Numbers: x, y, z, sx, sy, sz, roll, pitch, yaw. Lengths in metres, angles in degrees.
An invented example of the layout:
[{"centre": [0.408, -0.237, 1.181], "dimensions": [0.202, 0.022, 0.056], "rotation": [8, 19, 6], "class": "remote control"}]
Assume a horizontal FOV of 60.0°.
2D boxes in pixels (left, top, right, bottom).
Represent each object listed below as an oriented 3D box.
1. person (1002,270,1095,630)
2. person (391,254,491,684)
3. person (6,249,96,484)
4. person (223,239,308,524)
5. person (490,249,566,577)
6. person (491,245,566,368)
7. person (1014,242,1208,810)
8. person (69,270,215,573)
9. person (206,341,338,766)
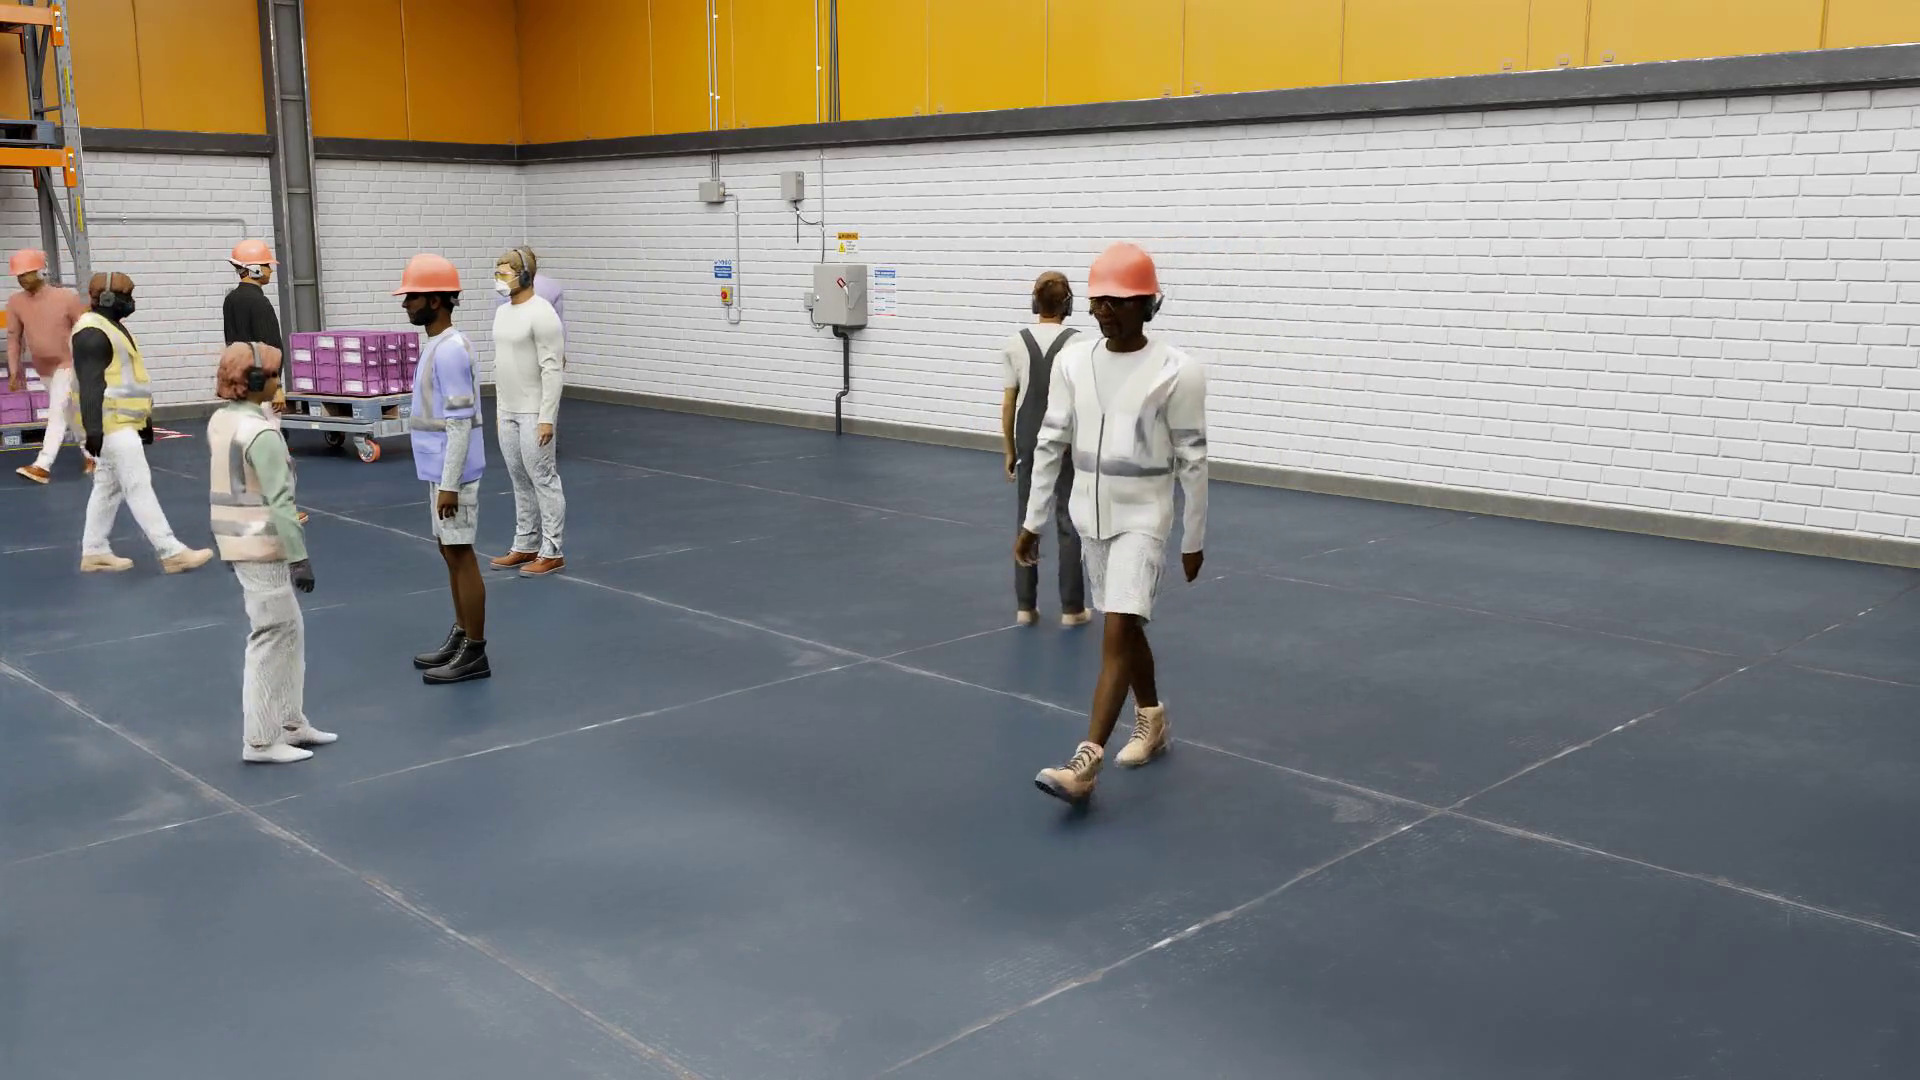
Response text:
[{"centre": [0.473, -0.455, 8.559], "dimensions": [0.514, 1.844, 0.328], "rotation": [3, 11, 17], "class": "person"}, {"centre": [-2.348, -0.318, 7.559], "dimensions": [0.361, 1.938, 0.545], "rotation": [-4, 11, -23], "class": "person"}, {"centre": [-7.514, -1.438, 13.767], "dimensions": [0.624, 1.900, 1.111], "rotation": [1, 10, 6], "class": "person"}, {"centre": [-4.898, -1.094, 11.632], "dimensions": [0.609, 1.995, 0.378], "rotation": [9, 14, 42], "class": "person"}, {"centre": [-2.589, -0.752, 9.925], "dimensions": [0.370, 1.940, 0.630], "rotation": [-10, 14, -44], "class": "person"}, {"centre": [-3.936, -1.705, 15.135], "dimensions": [0.662, 1.928, 0.464], "rotation": [-7, 12, -32], "class": "person"}, {"centre": [0.533, -0.061, 6.009], "dimensions": [0.617, 1.984, 1.050], "rotation": [8, 13, 39], "class": "person"}, {"centre": [-4.958, -0.696, 9.967], "dimensions": [0.788, 1.807, 0.653], "rotation": [-3, 11, -15], "class": "person"}, {"centre": [-2.619, 0.053, 6.378], "dimensions": [0.442, 1.624, 0.552], "rotation": [-9, 14, -40], "class": "person"}]
